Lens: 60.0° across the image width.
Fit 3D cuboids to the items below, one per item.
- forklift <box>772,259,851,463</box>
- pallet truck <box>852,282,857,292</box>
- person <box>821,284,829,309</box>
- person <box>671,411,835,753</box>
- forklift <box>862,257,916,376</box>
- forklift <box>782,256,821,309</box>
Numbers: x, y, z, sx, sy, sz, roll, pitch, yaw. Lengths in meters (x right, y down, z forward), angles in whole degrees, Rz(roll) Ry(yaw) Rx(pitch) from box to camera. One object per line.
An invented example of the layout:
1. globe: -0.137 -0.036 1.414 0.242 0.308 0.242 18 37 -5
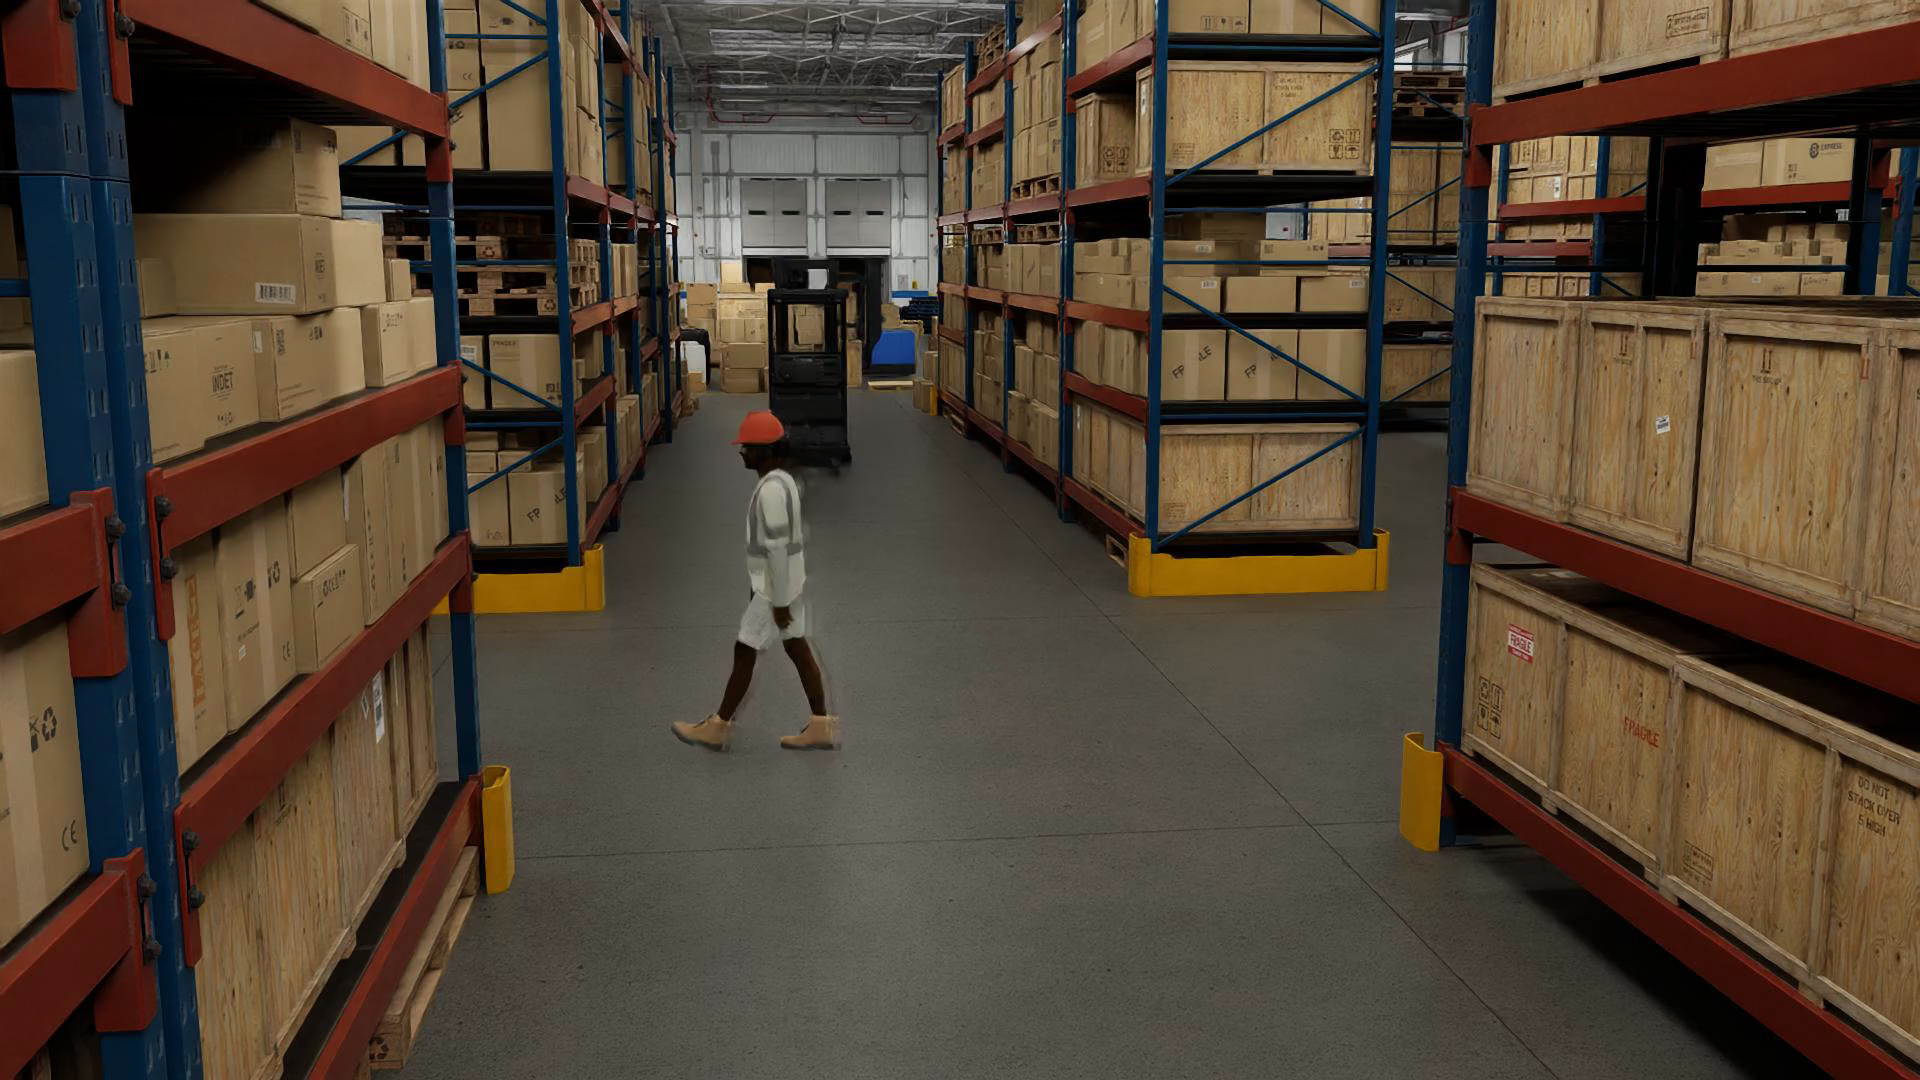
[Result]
1. forklift: -2.167 -2.571 23.534 1.129 2.768 1.873 -1 10 -7
2. pallet truck: -3.782 -9.391 65.808 1.885 1.965 0.823 2 10 10
3. person: -4.294 -7.416 54.518 0.630 1.930 0.383 6 12 32
4. person: -1.200 0.255 9.648 1.018 1.992 0.629 0 10 2
5. forklift: -2.029 -5.320 39.539 1.873 2.768 1.129 -1 10 -8
6. forklift: -5.849 -8.759 59.557 1.129 2.768 1.873 -6 12 -33
